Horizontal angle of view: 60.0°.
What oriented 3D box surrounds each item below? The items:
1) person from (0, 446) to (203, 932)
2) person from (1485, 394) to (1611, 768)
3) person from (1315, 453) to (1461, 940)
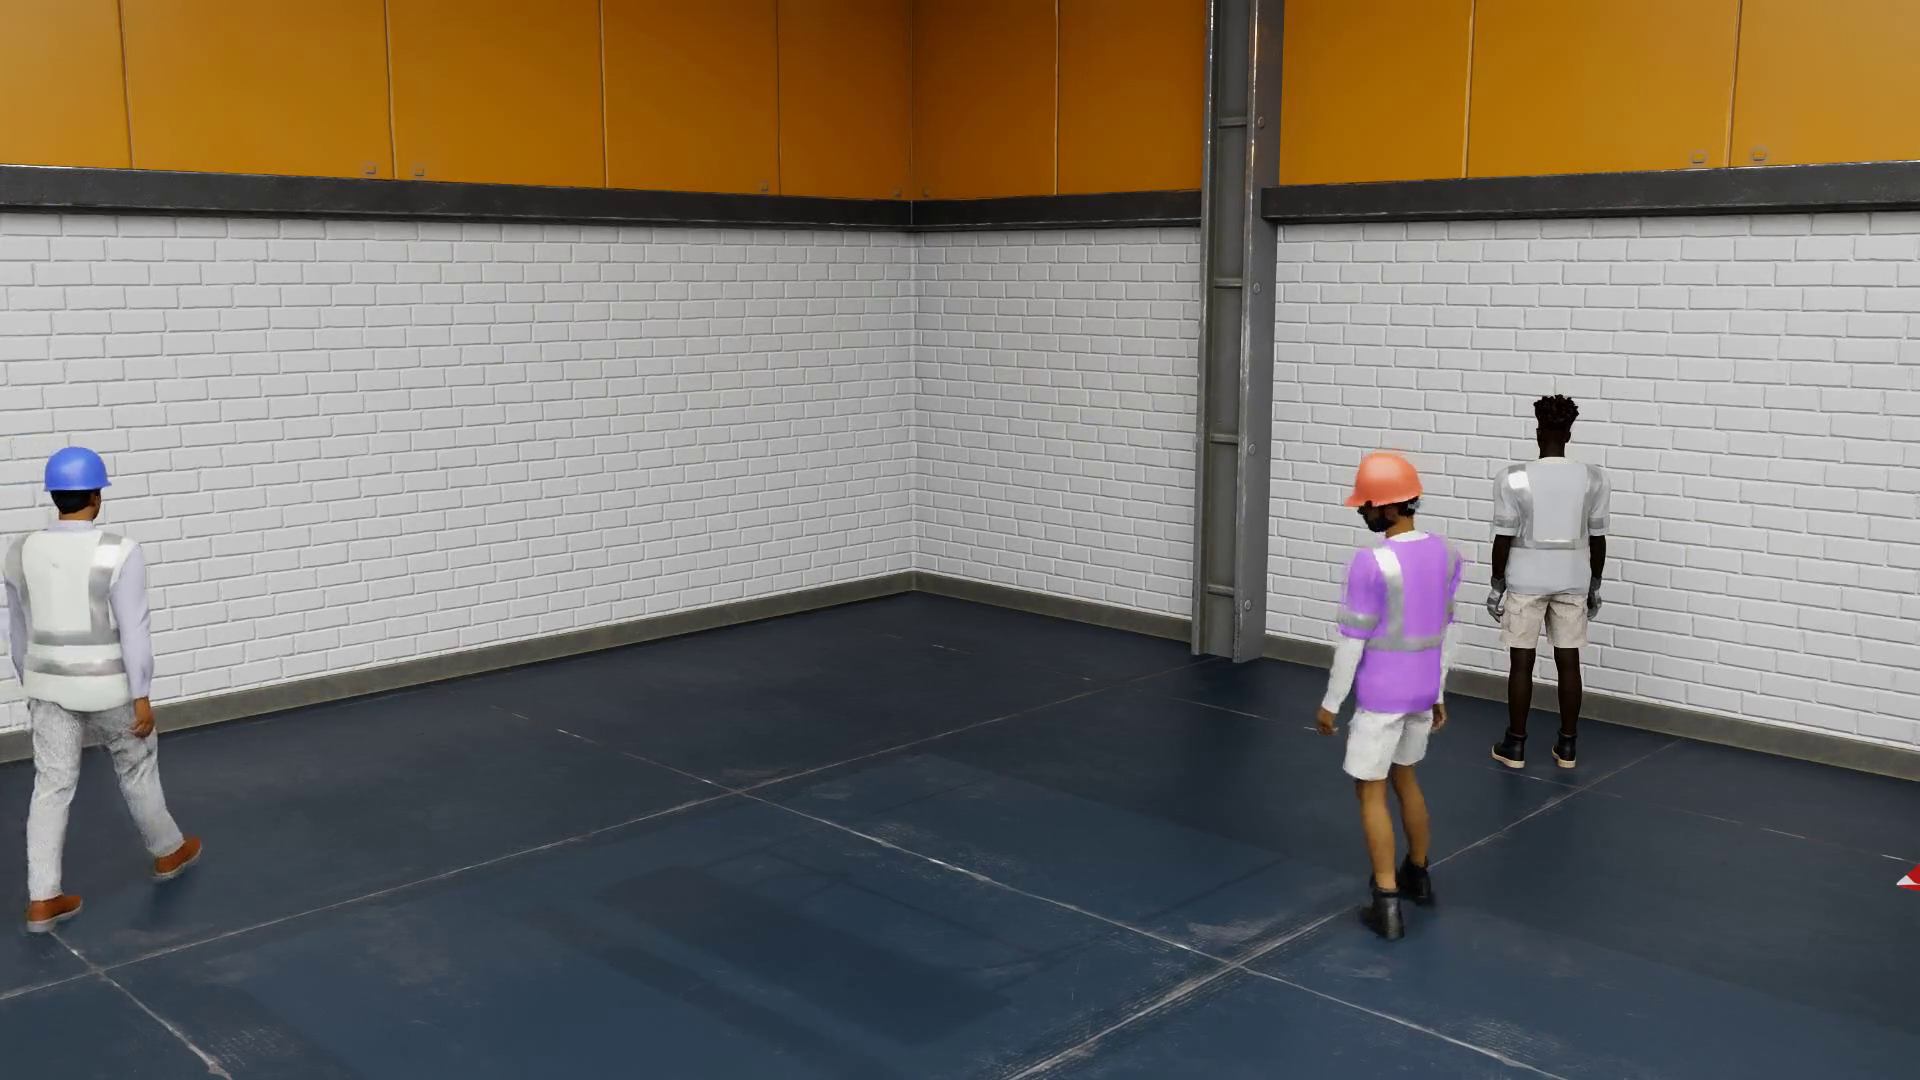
[{"bbox_3d":[-3.539,0.565,6.791,0.632,1.901,0.916,1,9,4],"label":"person"},{"bbox_3d":[3.056,0.222,8.680,0.607,1.966,0.367,0,9,2],"label":"person"},{"bbox_3d":[1.722,0.605,6.609,0.580,1.886,0.545,-6,11,-32],"label":"person"}]
